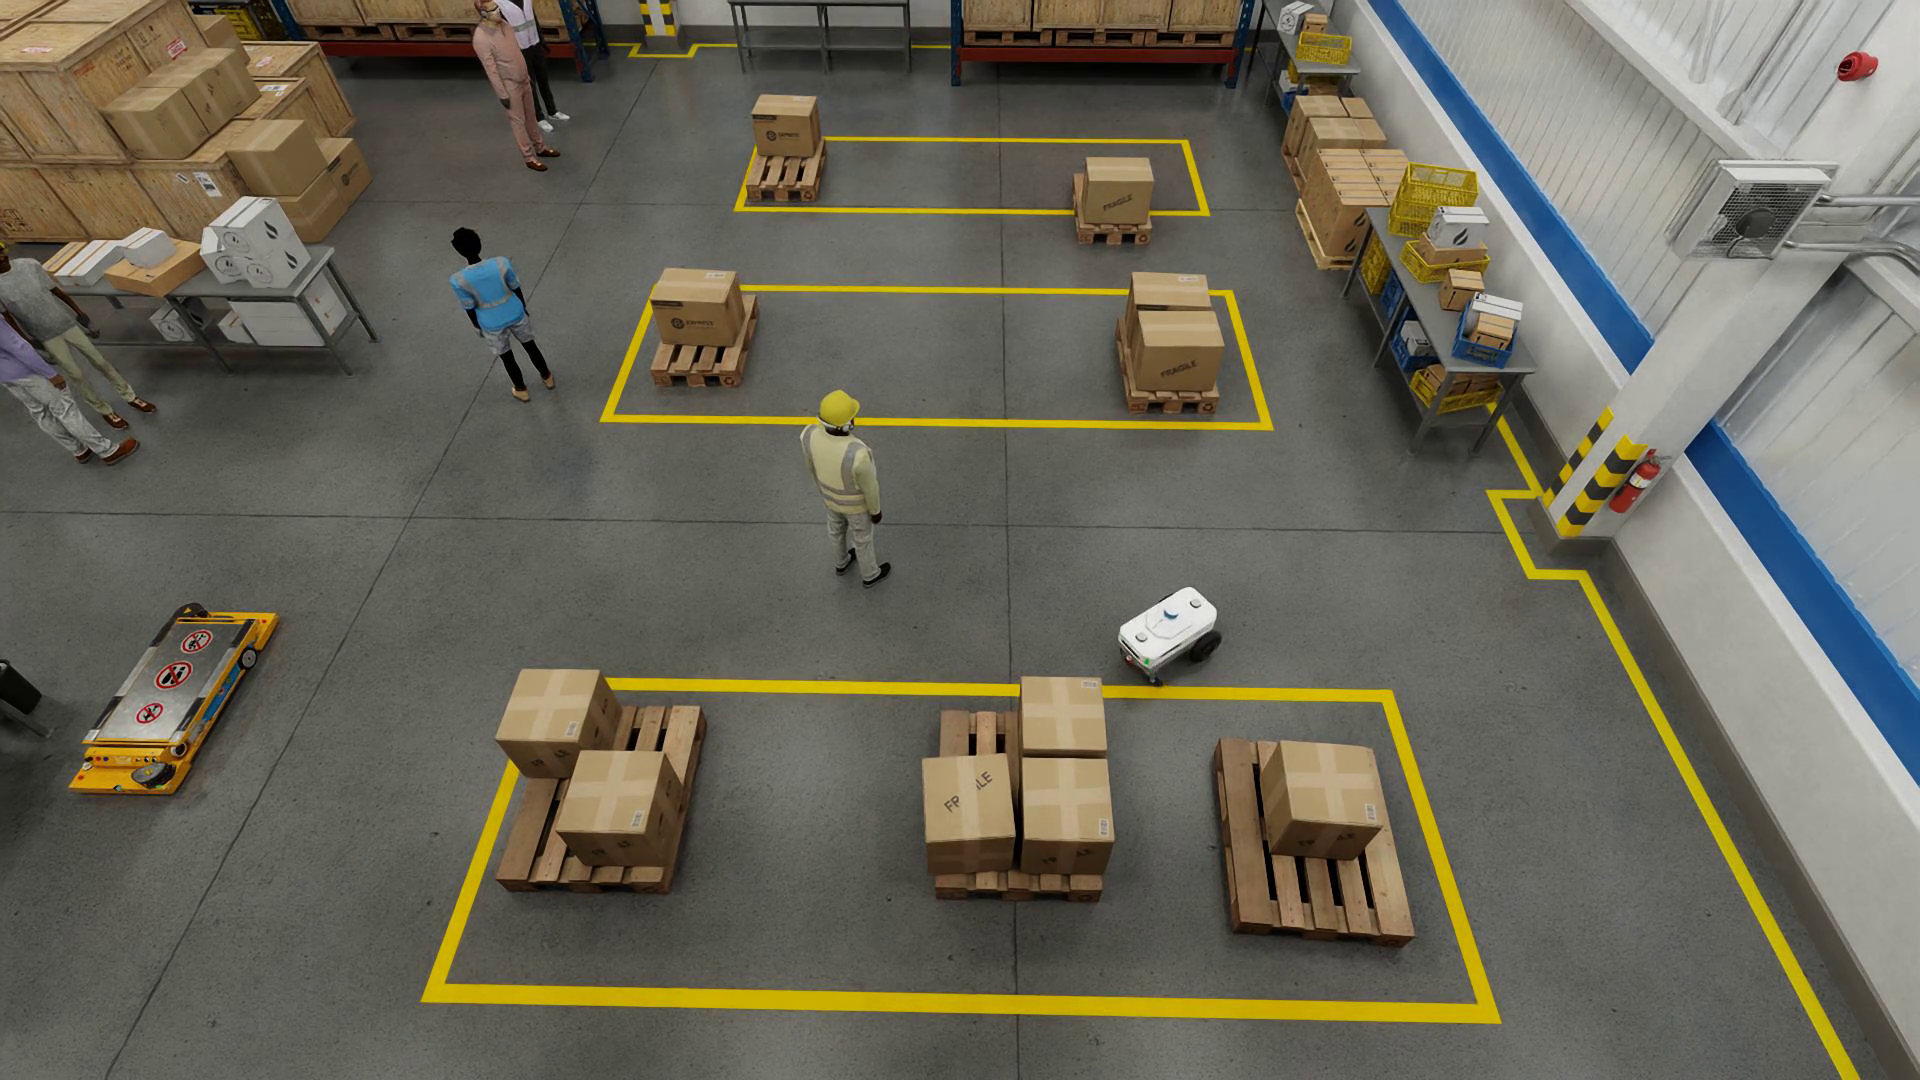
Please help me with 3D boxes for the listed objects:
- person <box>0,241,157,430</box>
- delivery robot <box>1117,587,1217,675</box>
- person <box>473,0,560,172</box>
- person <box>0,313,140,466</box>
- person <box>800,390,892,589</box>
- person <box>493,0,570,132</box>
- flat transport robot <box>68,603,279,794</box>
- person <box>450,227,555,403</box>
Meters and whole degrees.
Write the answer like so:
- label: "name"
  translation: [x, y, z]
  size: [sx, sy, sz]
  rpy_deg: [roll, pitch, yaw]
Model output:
- label: "person"
  translation: [-7.686, -1.767, 7.813]
  size: [0.337, 1.866, 0.514]
  rpy_deg: [21, 53, 17]
- label: "delivery robot"
  translation: [1.479, 0.636, 6.567]
  size: [0.707, 0.478, 0.477]
  rpy_deg: [-28, 55, -21]
- label: "person"
  translation: [-5.265, -5.388, 10.841]
  size: [0.409, 1.913, 0.648]
  rpy_deg: [8, 50, 7]
- label: "person"
  translation: [-7.614, -1.377, 7.433]
  size: [0.629, 1.936, 0.373]
  rpy_deg: [8, 50, 6]
- label: "person"
  translation: [-0.801, -0.345, 6.624]
  size: [0.586, 1.835, 0.403]
  rpy_deg: [27, 55, 21]
- label: "person"
  translation: [-5.443, -6.198, 11.526]
  size: [0.395, 1.913, 0.590]
  rpy_deg: [21, 53, 17]
- label: "flat transport robot"
  translation: [-5.504, 1.072, 6.442]
  size: [0.652, 0.197, 1.431]
  rpy_deg: [1, 50, 1]
- label: "person"
  translation: [-4.043, -1.960, 8.080]
  size: [0.535, 1.697, 0.318]
  rpy_deg: [-36, 58, -26]
